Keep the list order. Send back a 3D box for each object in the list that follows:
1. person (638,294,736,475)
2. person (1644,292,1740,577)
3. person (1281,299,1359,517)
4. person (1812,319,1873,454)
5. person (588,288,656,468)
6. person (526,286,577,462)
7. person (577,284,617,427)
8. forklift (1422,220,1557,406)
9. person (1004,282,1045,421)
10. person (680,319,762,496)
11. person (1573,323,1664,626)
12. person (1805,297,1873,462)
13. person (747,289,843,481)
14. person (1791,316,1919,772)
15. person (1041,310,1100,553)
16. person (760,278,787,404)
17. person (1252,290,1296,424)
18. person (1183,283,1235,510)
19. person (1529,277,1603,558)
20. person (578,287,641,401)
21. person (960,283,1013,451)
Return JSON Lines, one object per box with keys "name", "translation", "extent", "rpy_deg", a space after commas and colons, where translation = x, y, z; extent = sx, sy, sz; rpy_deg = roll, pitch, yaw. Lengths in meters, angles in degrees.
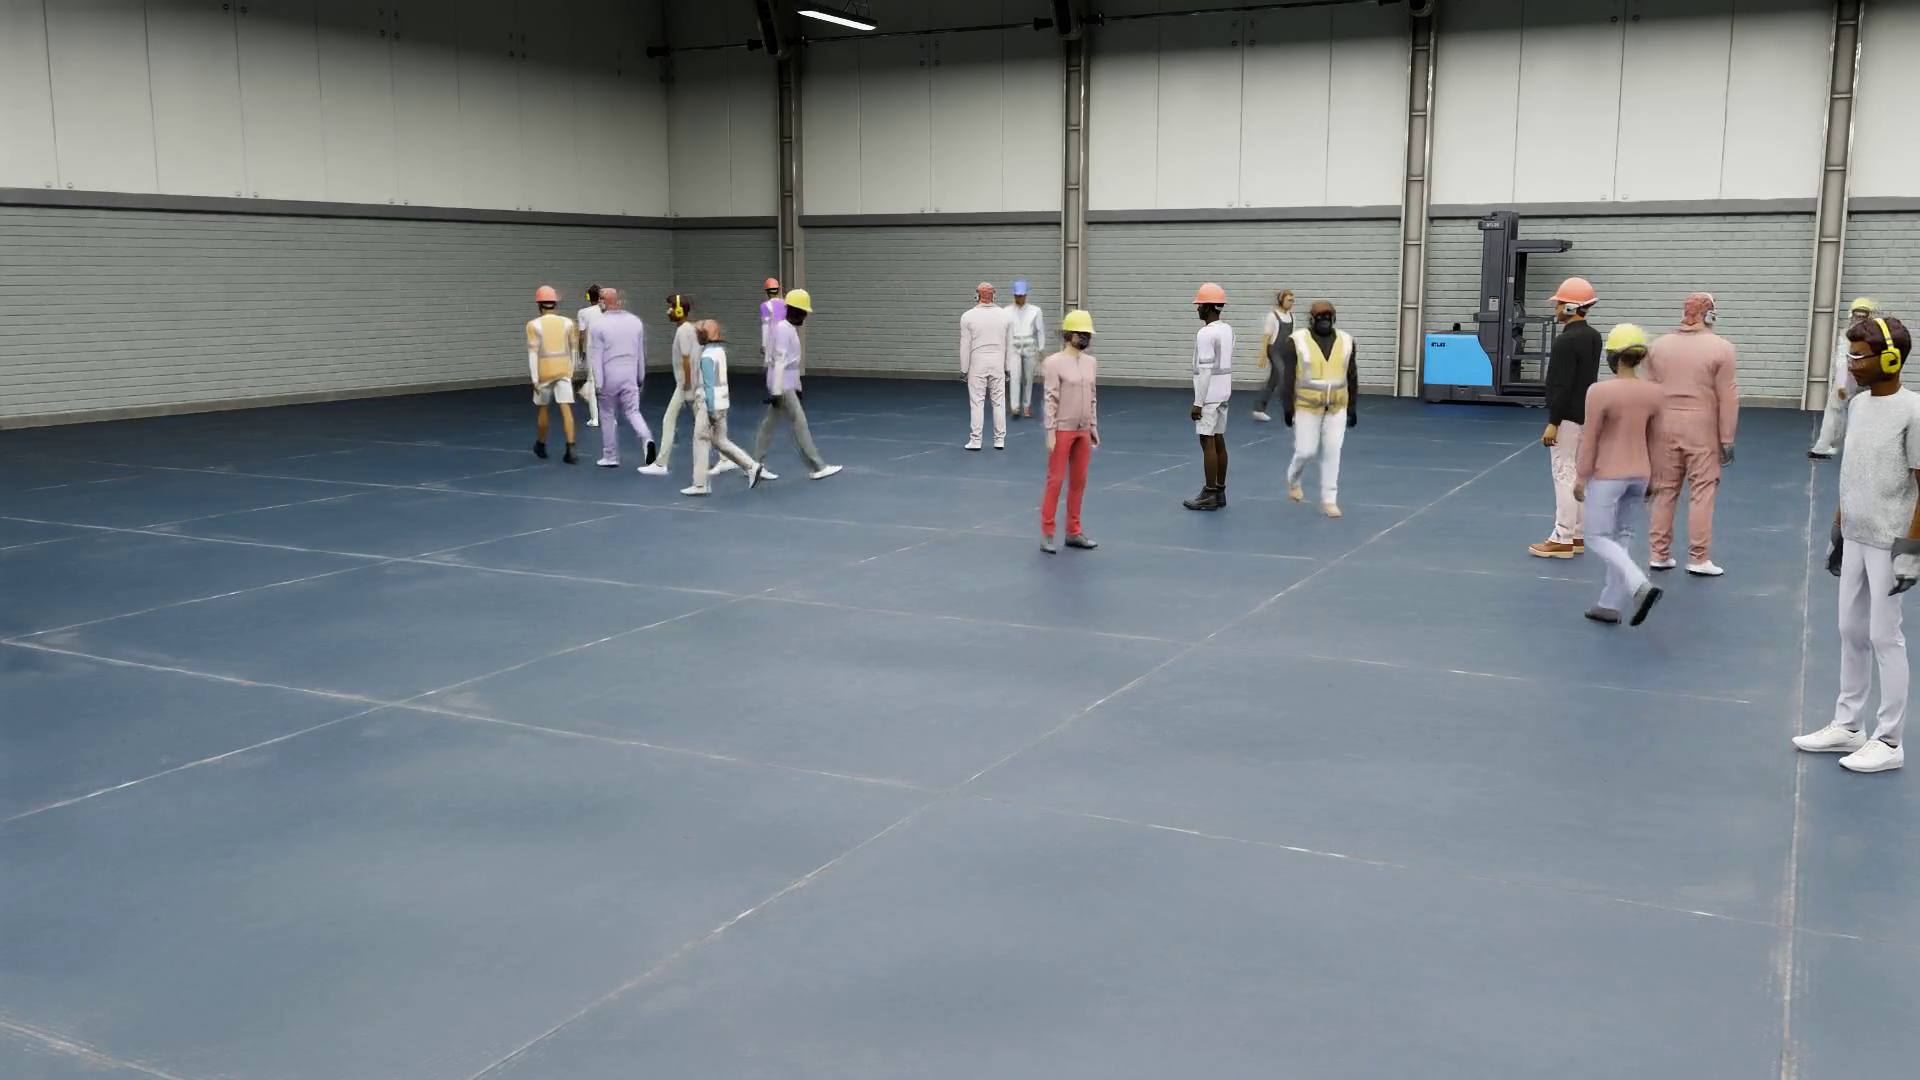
{"name": "person", "translation": [-2.729, -1.549, 16.693], "extent": [0.991, 1.822, 0.528], "rpy_deg": [1, 9, 6]}
{"name": "person", "translation": [4.963, -0.718, 11.297], "extent": [0.406, 1.906, 0.675], "rpy_deg": [-7, 12, -38]}
{"name": "person", "translation": [3.021, -1.124, 14.048], "extent": [0.642, 1.824, 0.580], "rpy_deg": [-1, 9, -6]}
{"name": "person", "translation": [9.876, -1.735, 18.464], "extent": [0.731, 1.608, 0.518], "rpy_deg": [6, 11, 34]}
{"name": "person", "translation": [-3.524, -1.673, 17.267], "extent": [0.678, 1.876, 0.794], "rpy_deg": [-8, 12, -40]}
{"name": "person", "translation": [-4.411, -1.796, 18.001], "extent": [0.563, 1.888, 1.020], "rpy_deg": [-5, 11, -29]}
{"name": "person", "translation": [-4.798, -2.441, 21.998], "extent": [0.521, 1.873, 0.335], "rpy_deg": [-3, 10, -19]}
{"name": "forklift", "translation": [8.245, -3.527, 25.720], "extent": [1.873, 2.768, 1.129], "rpy_deg": [5, 10, 27]}
{"name": "person", "translation": [0.860, -2.622, 23.066], "extent": [0.618, 1.898, 1.027], "rpy_deg": [0, 9, 1]}
{"name": "person", "translation": [-2.199, -1.216, 15.223], "extent": [0.663, 1.612, 0.508], "rpy_deg": [2, 9, 9]}
{"name": "person", "translation": [3.806, -0.356, 9.487], "extent": [0.527, 1.752, 0.613], "rpy_deg": [-3, 10, -20]}
{"name": "person", "translation": [9.591, -1.693, 17.728], "extent": [0.601, 1.779, 0.812], "rpy_deg": [-3, 10, -17]}
{"name": "person", "translation": [-1.637, -1.500, 16.226], "extent": [0.990, 1.859, 0.685], "rpy_deg": [-1, 9, -4]}
{"name": "person", "translation": [3.763, 0.016, 6.868], "extent": [0.327, 1.863, 0.521], "rpy_deg": [-1, 9, -5]}
{"name": "person", "translation": [0.809, -0.797, 12.245], "extent": [0.575, 1.767, 0.376], "rpy_deg": [-8, 12, -42]}
{"name": "person", "translation": [-2.875, -3.074, 25.711], "extent": [0.376, 1.933, 0.544], "rpy_deg": [9, 13, 44]}
{"name": "person", "translation": [4.330, -2.479, 22.497], "extent": [0.527, 1.793, 0.984], "rpy_deg": [-8, 12, -41]}
{"name": "person", "translation": [2.153, -1.240, 14.384], "extent": [0.355, 1.938, 0.545], "rpy_deg": [5, 11, 30]}
{"name": "person", "translation": [4.384, -0.880, 11.978], "extent": [0.376, 1.997, 0.612], "rpy_deg": [8, 12, 40]}
{"name": "person", "translation": [-5.502, -3.035, 25.890], "extent": [0.923, 1.814, 0.615], "rpy_deg": [-2, 9, -9]}
{"name": "person", "translation": [0.289, -1.983, 19.059], "extent": [0.642, 1.909, 0.410], "rpy_deg": [-3, 10, -19]}
